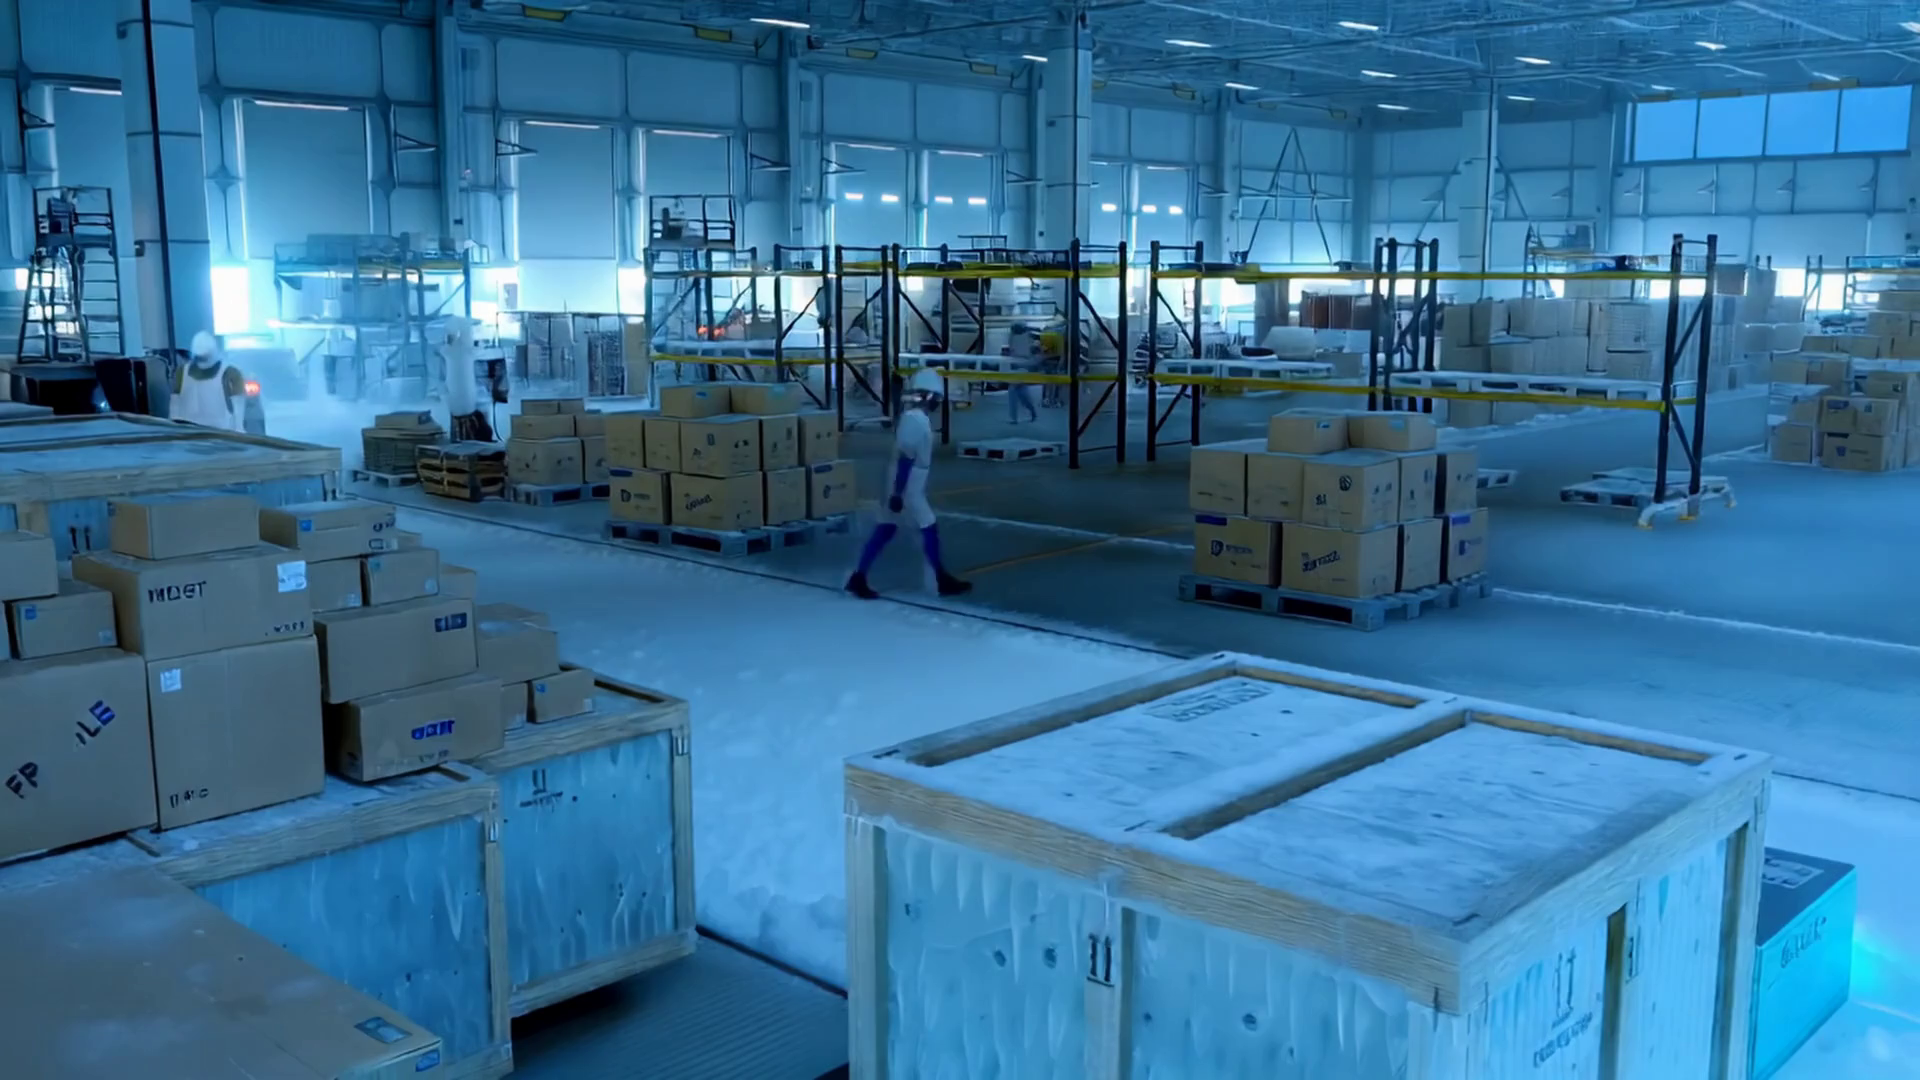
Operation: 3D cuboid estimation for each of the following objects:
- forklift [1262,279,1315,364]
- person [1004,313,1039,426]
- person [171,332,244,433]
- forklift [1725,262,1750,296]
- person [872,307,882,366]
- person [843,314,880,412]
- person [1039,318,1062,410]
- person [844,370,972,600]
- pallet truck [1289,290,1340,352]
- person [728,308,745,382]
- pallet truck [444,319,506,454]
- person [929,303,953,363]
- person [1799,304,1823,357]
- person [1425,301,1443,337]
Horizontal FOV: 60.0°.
[{"bbox_3d":[8.555,-6.090,44.881,1.873,2.768,1.129,9,13,43],"label":"forklift"},{"bbox_3d":[1.042,-2.898,28.288,0.642,1.905,0.597,-9,13,-43],"label":"person"},{"bbox_3d":[-8.045,-1.244,17.742,0.692,2.000,1.028,-1,9,-6],"label":"person"},{"bbox_3d":[20.714,-6.029,44.512,1.873,2.768,1.129,7,12,37],"label":"forklift"},{"bbox_3d":[-2.184,-5.393,44.443,0.314,1.632,0.521,-2,9,-11],"label":"person"},{"bbox_3d":[-1.863,-3.277,30.854,0.666,1.828,0.628,1,9,7],"label":"person"},{"bbox_3d":[1.730,-3.329,31.464,0.488,1.736,0.321,-5,11,-29],"label":"person"},{"bbox_3d":[-0.452,-0.434,13.394,1.070,1.855,0.552,-3,10,-16],"label":"person"},{"bbox_3d":[11.297,-6.951,52.861,1.885,1.965,0.823,-5,11,-29],"label":"pallet truck"},{"bbox_3d":[-4.137,-3.335,30.883,0.379,1.937,0.629,-1,9,-6],"label":"person"},{"bbox_3d":[-6.981,-1.942,22.150,1.885,1.965,0.823,1,9,9],"label":"pallet truck"},{"bbox_3d":[-0.438,-4.546,38.473,0.550,1.892,0.785,1,9,4],"label":"person"},{"bbox_3d":[17.398,-3.856,34.068,0.627,1.941,0.372,-7,12,-39],"label":"person"},{"bbox_3d":[14.748,-6.594,51.711,0.539,1.657,0.860,1,9,9],"label":"person"}]
